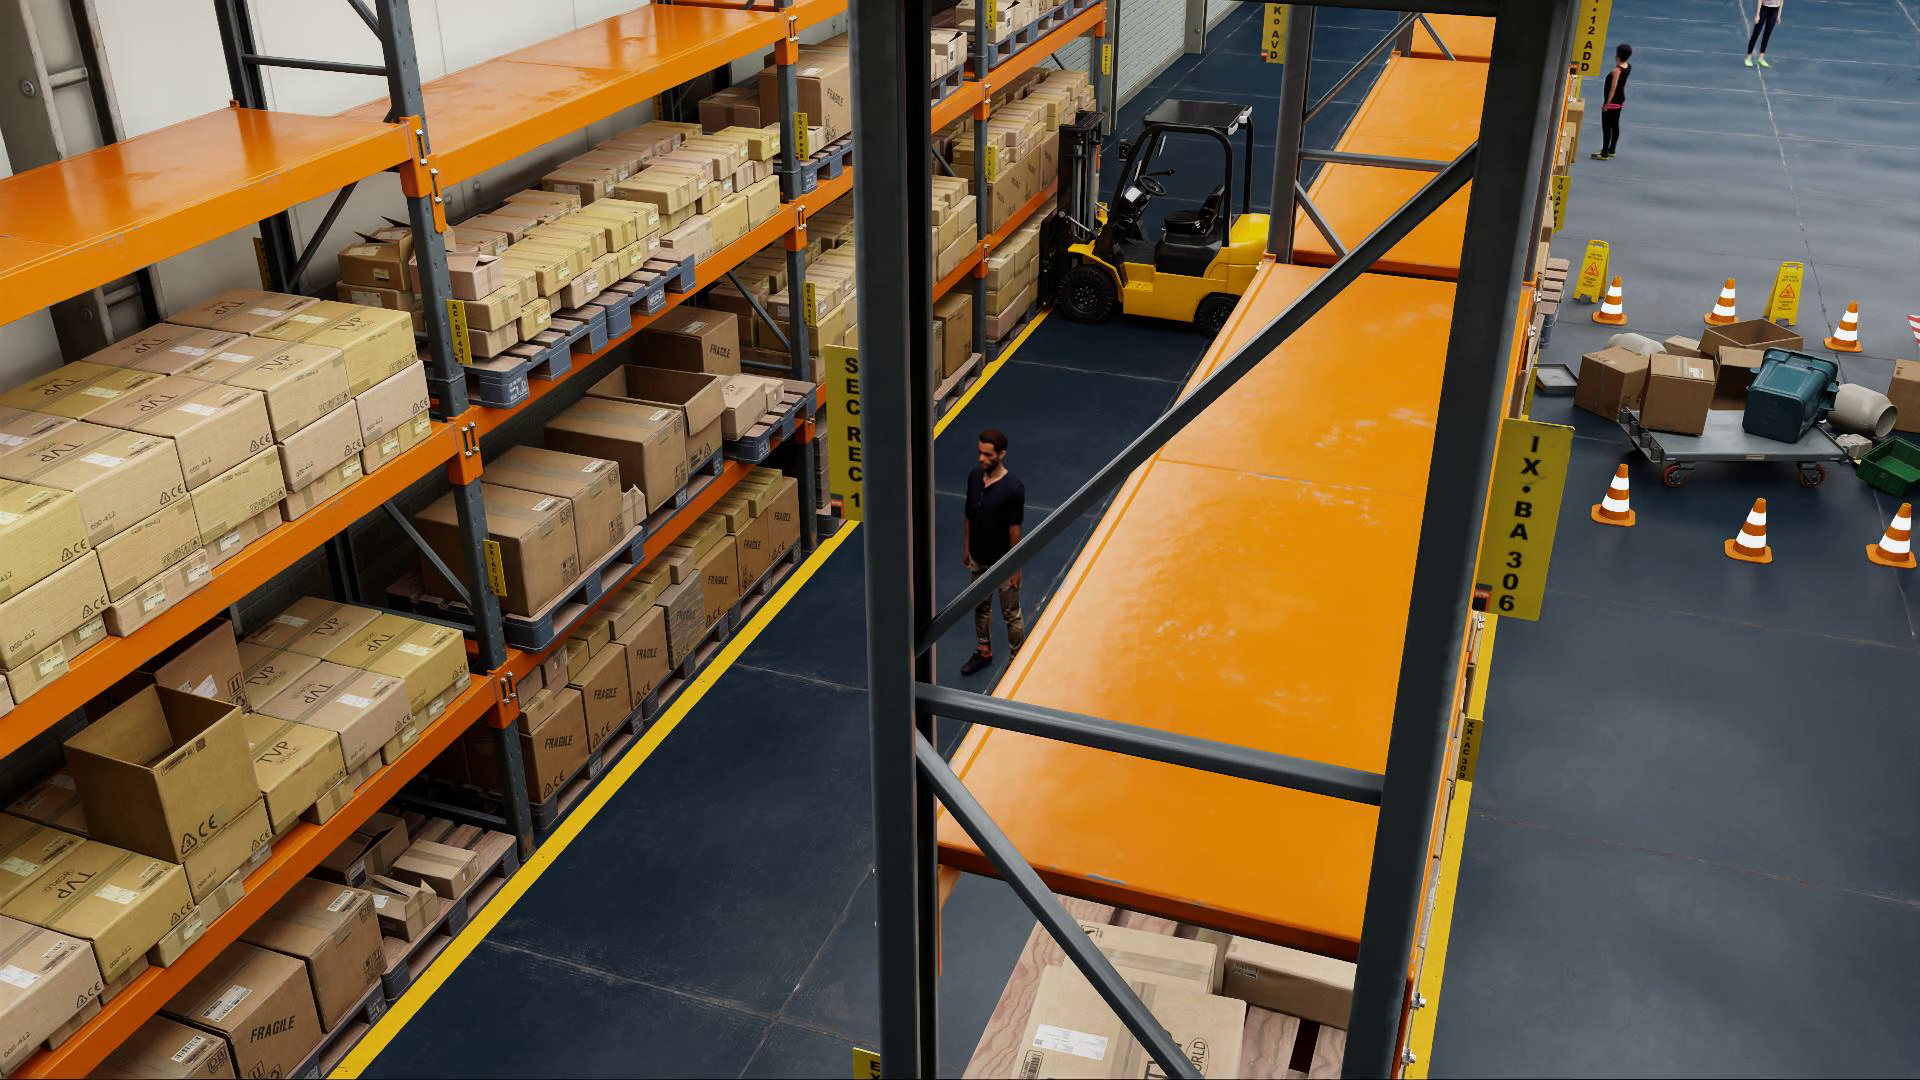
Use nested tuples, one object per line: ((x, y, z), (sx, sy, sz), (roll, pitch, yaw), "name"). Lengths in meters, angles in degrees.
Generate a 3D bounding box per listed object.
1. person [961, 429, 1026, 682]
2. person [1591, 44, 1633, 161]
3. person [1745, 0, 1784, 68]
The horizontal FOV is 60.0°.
((0.236, 0.105, 10.998), (0.689, 1.854, 0.650), (21, 34, 34), "person")
((8.990, -6.030, 22.840), (0.563, 1.552, 0.671), (-25, 37, -38), "person")
((13.593, -8.860, 27.994), (0.665, 1.702, 0.657), (-1, 28, -2), "person")
